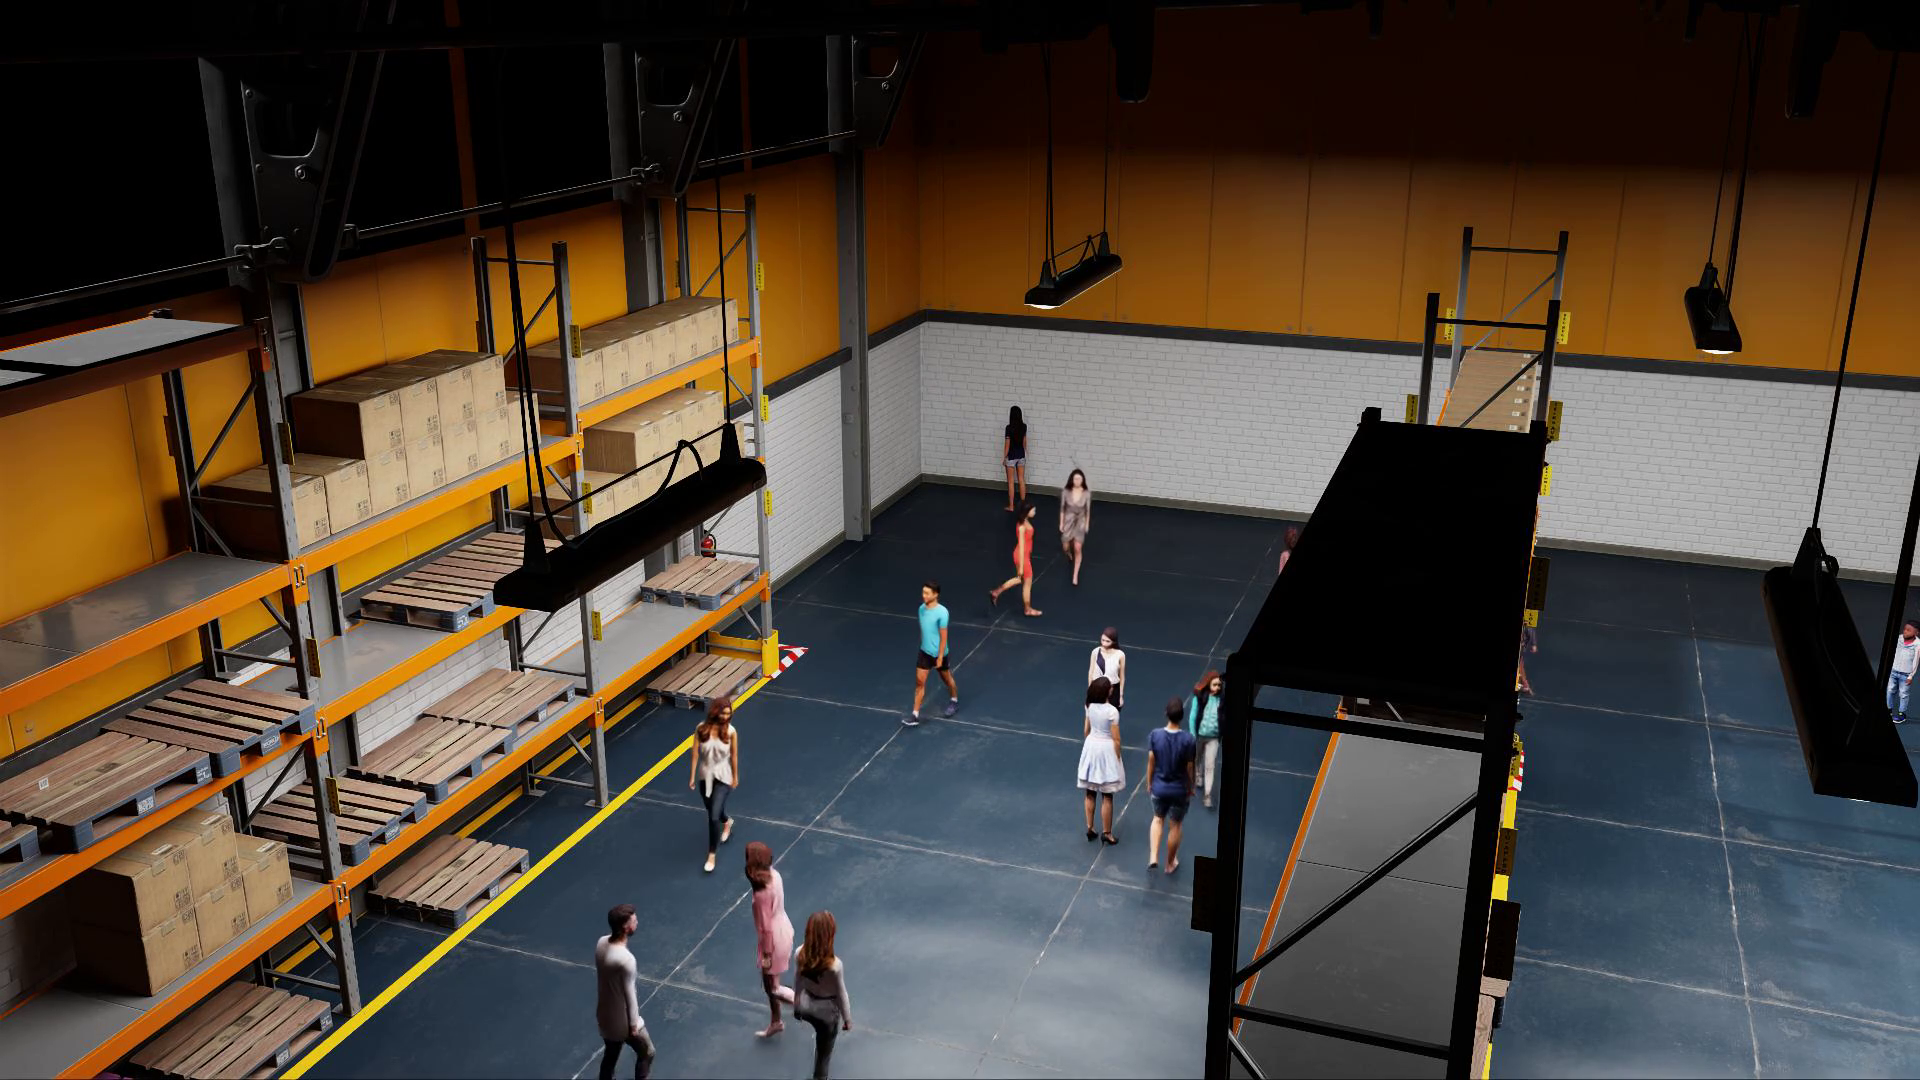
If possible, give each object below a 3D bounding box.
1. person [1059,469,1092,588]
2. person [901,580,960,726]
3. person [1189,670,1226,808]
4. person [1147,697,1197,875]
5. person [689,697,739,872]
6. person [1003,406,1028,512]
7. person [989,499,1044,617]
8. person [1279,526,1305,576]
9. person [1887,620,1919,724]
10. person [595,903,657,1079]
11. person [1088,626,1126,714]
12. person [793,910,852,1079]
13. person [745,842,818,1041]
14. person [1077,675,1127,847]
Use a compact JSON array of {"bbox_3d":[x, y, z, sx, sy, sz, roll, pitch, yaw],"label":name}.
[{"bbox_3d":[1.657,-0.216,24.148,0.736,1.724,1.025,2,19,5],"label":"person"},{"bbox_3d":[-0.231,1.317,19.591,0.913,1.727,1.234,15,24,38],"label":"person"},{"bbox_3d":[2.623,2.056,17.812,0.741,1.462,1.053,1,19,3],"label":"person"},{"bbox_3d":[2.027,2.435,16.105,0.606,1.835,0.731,7,20,20],"label":"person"},{"bbox_3d":[-2.407,2.344,16.515,0.701,1.745,1.080,5,19,16],"label":"person"},{"bbox_3d":[0.910,-1.349,27.448,0.646,1.766,0.720,-10,21,-28],"label":"person"},{"bbox_3d":[0.781,0.263,22.762,0.867,1.702,0.995,-1,19,-2],"label":"person"},{"bbox_3d":[4.268,0.714,21.306,0.635,1.775,0.691,1,19,4],"label":"person"},{"bbox_3d":[11.174,1.528,19.696,0.629,1.261,0.571,-9,21,-25],"label":"person"},{"bbox_3d":[-2.640,3.624,12.604,0.910,1.815,0.866,-17,25,-42],"label":"person"},{"bbox_3d":[1.629,1.724,18.503,0.582,1.650,0.552,4,19,11],"label":"person"},{"bbox_3d":[-1.114,3.664,12.596,0.684,1.745,0.713,12,22,32],"label":"person"},{"bbox_3d":[-1.438,3.320,13.580,0.858,1.768,0.941,0,19,0],"label":"person"},{"bbox_3d":[1.424,2.218,16.773,0.815,1.818,0.850,16,25,40],"label":"person"}]
